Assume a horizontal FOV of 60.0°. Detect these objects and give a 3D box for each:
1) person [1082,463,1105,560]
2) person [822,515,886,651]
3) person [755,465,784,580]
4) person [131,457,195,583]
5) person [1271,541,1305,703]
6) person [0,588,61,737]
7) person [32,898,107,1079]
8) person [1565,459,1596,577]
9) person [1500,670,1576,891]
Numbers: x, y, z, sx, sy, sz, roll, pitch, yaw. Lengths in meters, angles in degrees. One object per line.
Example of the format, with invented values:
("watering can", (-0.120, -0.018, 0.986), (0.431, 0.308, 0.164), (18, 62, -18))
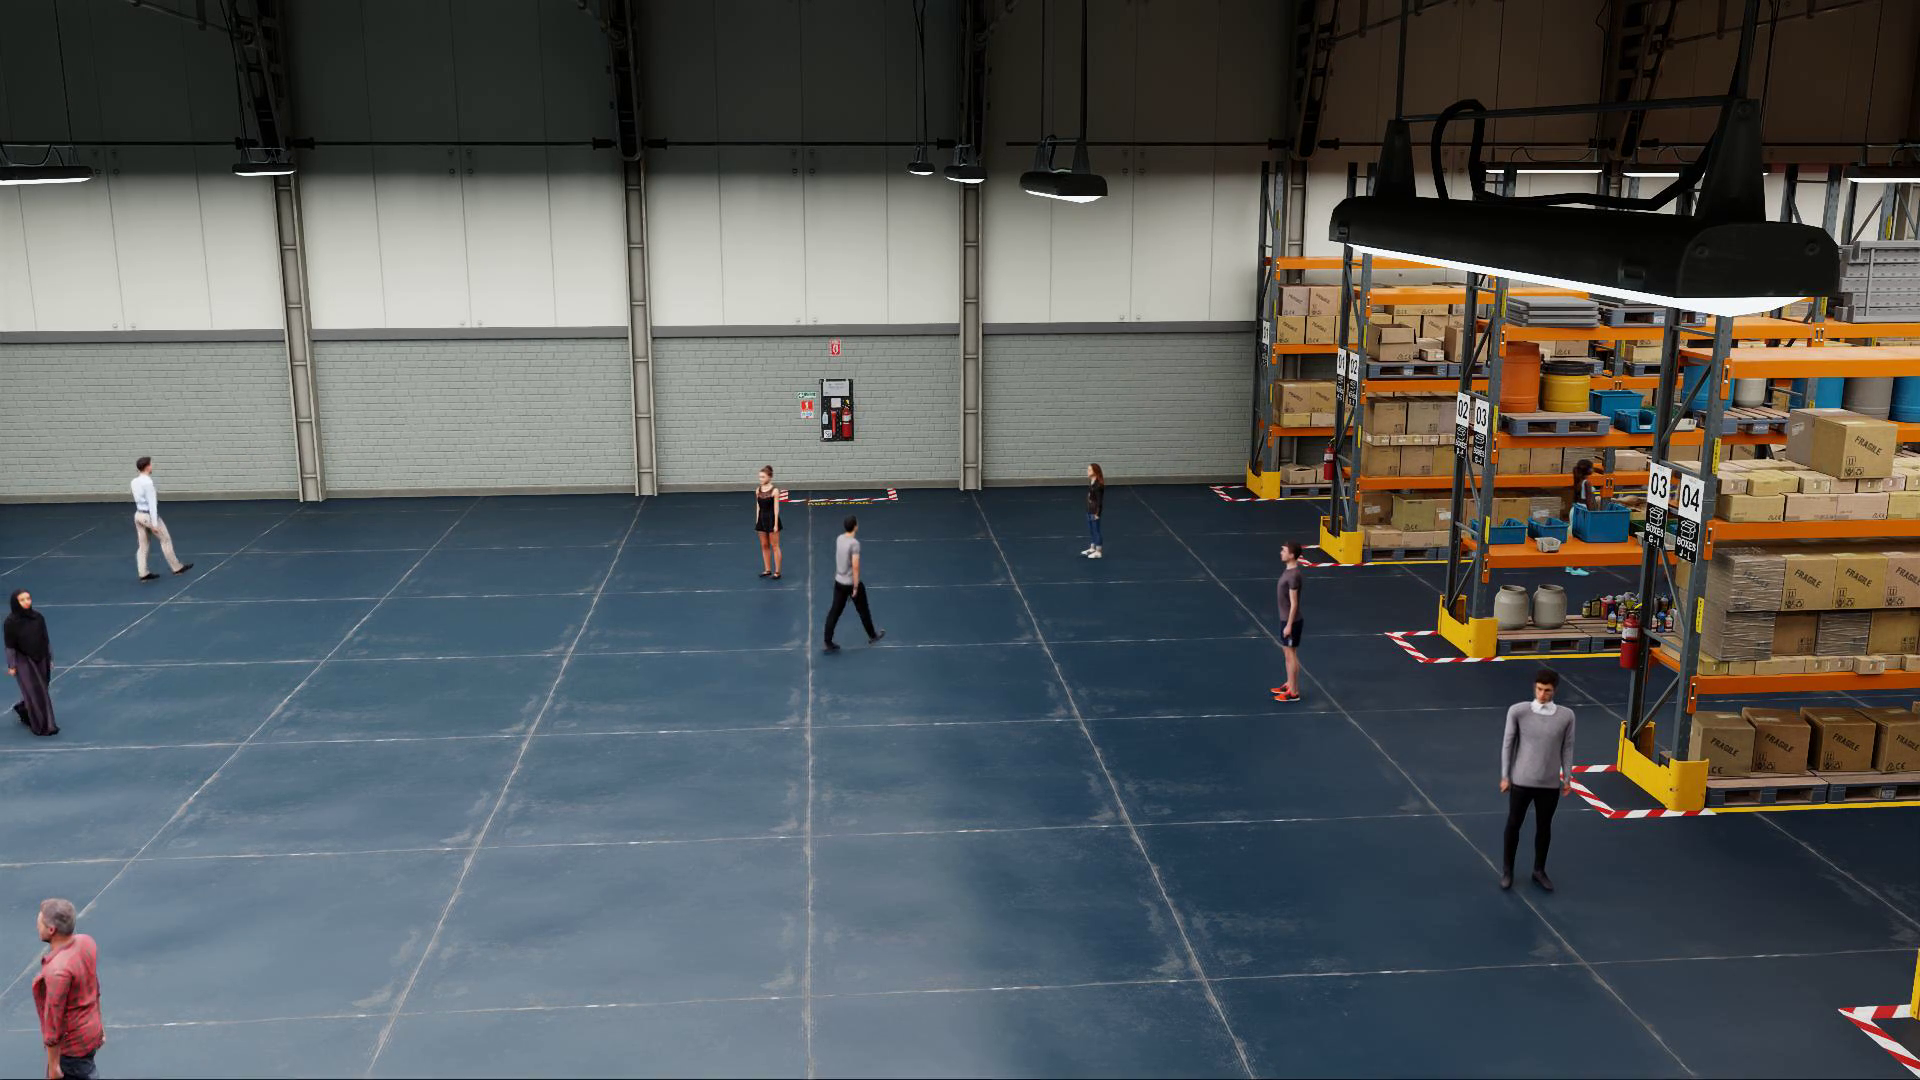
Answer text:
("person", (2.084, -0.462, 25.765), (0.562, 1.483, 0.606), (-4, 14, -18))
("person", (-1.462, 0.570, 20.805), (1.103, 1.710, 1.209), (12, 18, 42))
("person", (-2.811, -0.269, 24.492), (0.674, 1.681, 0.750), (8, 15, 32))
("person", (-11.875, -0.266, 24.188), (1.100, 1.812, 1.080), (7, 15, 28))
("person", (3.778, 0.918, 18.986), (0.618, 1.852, 0.686), (2, 13, 7))
("person", (-10.050, 1.299, 17.911), (1.132, 1.594, 0.999), (8, 15, 31))
("person", (-5.239, 3.024, 10.007), (1.146, 1.800, 0.695), (-1, 13, -6))
("person", (9.222, -0.350, 24.744), (0.521, 1.726, 0.562), (-2, 13, -7))
("person", (4.889, 2.008, 14.128), (0.665, 1.920, 0.859), (2, 13, 9))
